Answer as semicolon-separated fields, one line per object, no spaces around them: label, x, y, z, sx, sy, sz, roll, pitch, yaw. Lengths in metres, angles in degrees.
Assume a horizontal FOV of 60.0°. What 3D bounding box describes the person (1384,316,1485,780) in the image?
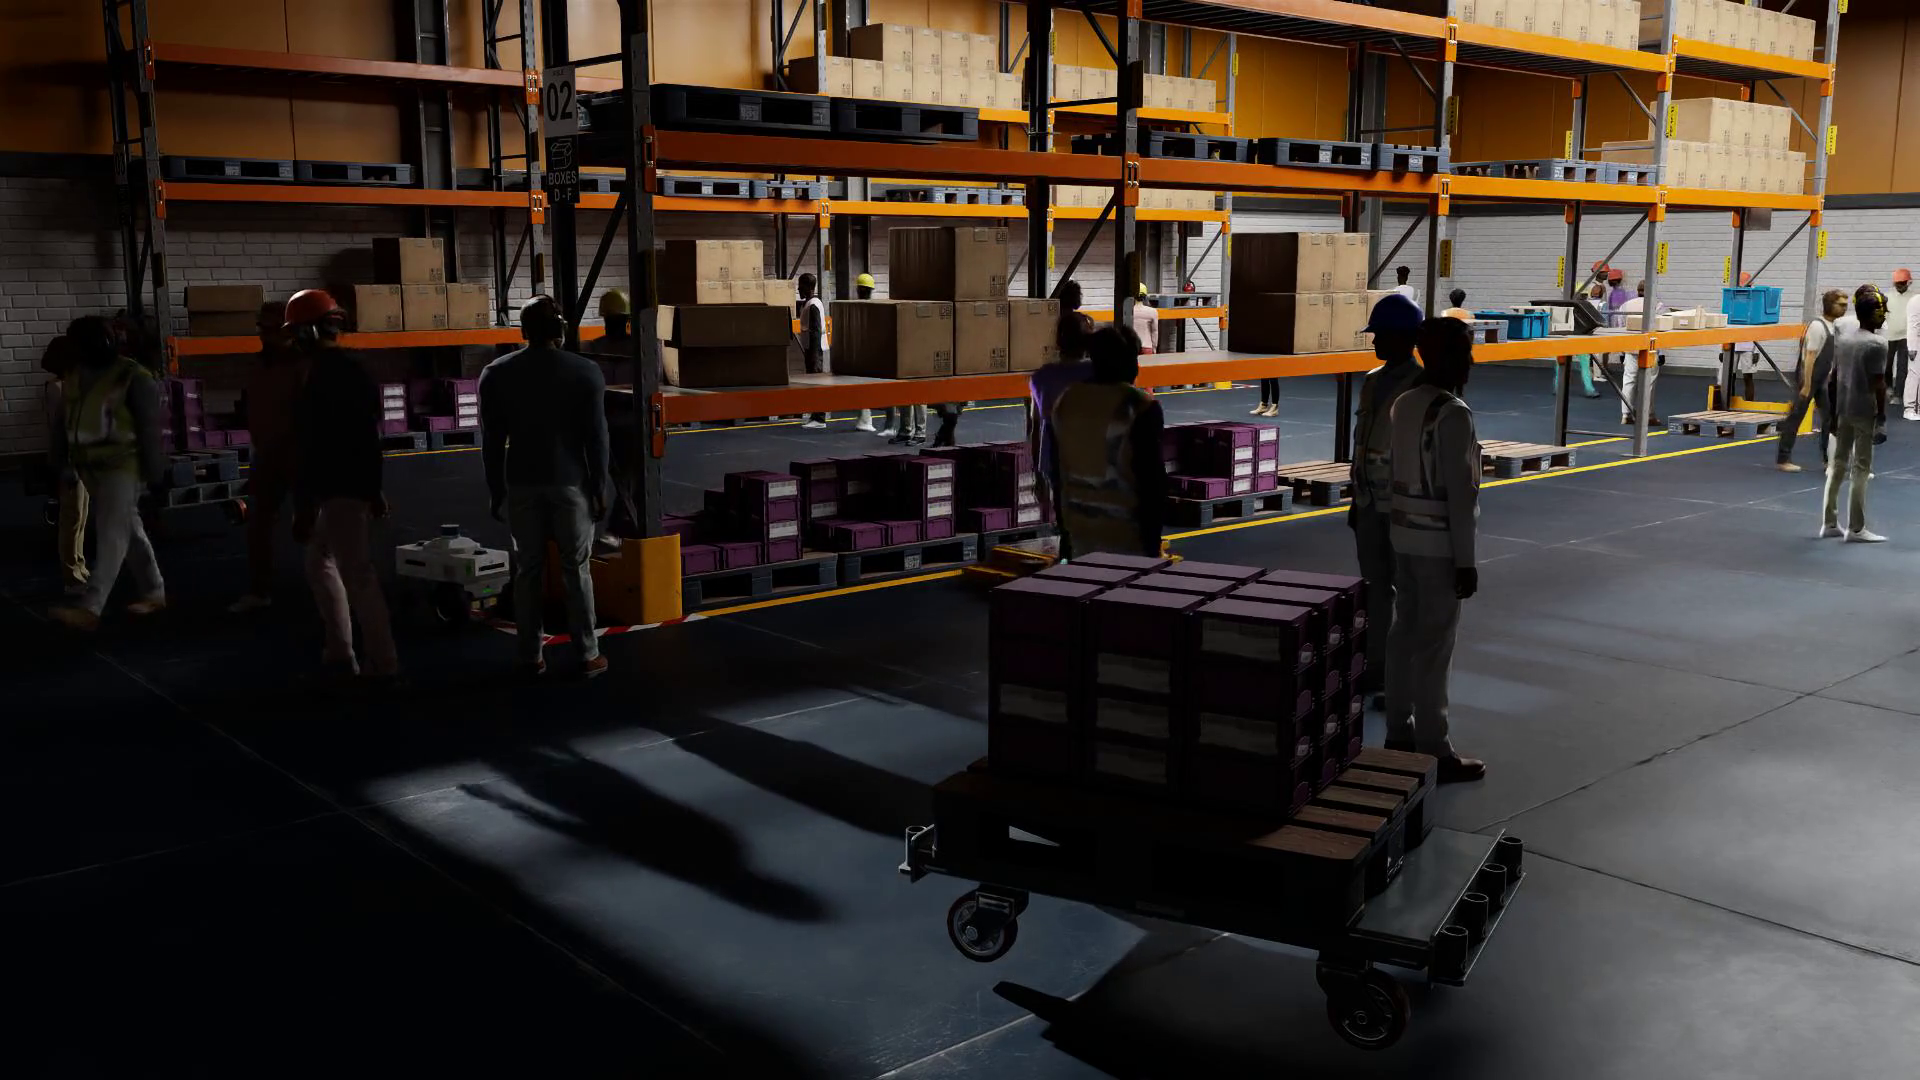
person;1.946;0.033;6.807;0.355;1.884;0.575;-2;10;-12

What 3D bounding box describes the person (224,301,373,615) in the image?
person;-4.042;-0.524;10.117;0.645;1.868;0.926;5;11;28

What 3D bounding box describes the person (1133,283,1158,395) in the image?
person;2.392;-2.558;22.318;0.525;1.769;0.327;0;10;-2

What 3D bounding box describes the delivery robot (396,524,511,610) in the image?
delivery robot;-2.970;0.151;9.728;0.707;0.478;0.477;7;12;35

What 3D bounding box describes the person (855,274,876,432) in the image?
person;-1.150;-2.265;20.169;0.621;1.919;0.488;4;10;20

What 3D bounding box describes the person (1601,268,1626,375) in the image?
person;11.614;-3.816;29.273;0.825;1.918;0.568;8;12;38

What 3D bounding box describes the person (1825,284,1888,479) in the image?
person;8.580;-1.508;15.909;0.311;1.860;0.505;-8;12;-38

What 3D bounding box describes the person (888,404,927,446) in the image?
person;-0.569;-1.965;18.684;0.403;1.822;0.588;-7;12;-37

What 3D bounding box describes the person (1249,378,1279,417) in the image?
person;4.075;-2.470;22.017;0.319;1.694;0.532;-3;10;-19

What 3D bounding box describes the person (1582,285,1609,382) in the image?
person;10.784;-3.505;28.235;0.310;1.640;0.514;-5;11;-27

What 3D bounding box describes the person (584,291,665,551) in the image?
person;-2.496;-0.878;12.175;0.606;1.867;1.007;3;10;16

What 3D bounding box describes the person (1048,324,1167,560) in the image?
person;0.632;-0.039;7.375;0.573;1.828;0.647;-9;13;-41

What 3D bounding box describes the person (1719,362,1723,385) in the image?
person;12.610;-3.312;27.188;0.339;1.610;0.667;5;11;28

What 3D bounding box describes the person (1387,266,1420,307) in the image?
person;7.323;-3.560;27.597;0.603;1.966;0.372;-1;10;-6

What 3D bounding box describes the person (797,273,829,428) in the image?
person;-1.816;-2.343;20.622;0.370;1.915;0.597;-2;10;-10

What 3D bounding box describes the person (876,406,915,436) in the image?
person;-0.733;-1.995;19.469;0.523;1.613;0.363;10;14;44

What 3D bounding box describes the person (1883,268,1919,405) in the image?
person;13.568;-2.949;24.040;0.631;1.969;0.701;7;12;36

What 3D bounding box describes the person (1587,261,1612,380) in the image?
person;10.992;-3.781;28.669;0.375;2.044;0.605;6;12;34

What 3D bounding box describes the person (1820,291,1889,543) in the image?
person;6.704;-0.914;12.408;0.310;1.864;0.533;-3;10;-15

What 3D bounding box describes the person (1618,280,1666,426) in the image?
person;8.586;-2.352;20.915;0.429;1.838;0.621;-8;13;-40

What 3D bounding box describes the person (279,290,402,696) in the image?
person;-3.040;-0.218;8.052;0.691;1.951;0.743;0;10;-2

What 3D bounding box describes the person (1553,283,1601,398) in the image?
person;9.267;-2.988;24.961;0.529;1.725;0.844;-3;10;-15

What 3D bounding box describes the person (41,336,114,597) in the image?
person;-5.541;-0.459;10.419;0.286;1.633;0.499;-3;10;-18

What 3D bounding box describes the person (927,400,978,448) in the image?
person;-0.138;-1.527;15.915;0.557;1.904;0.938;-5;11;-28

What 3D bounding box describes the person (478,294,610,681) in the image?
person;-2.064;-0.253;8.330;0.629;1.937;0.379;0;10;-1

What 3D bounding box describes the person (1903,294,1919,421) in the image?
person;12.562;-2.500;21.569;0.638;1.910;0.407;-4;10;-22

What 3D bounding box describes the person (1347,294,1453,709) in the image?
person;2.048;-0.183;7.881;0.388;1.947;0.614;-4;11;-23

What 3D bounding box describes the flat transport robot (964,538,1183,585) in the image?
flat transport robot;0.768;0.119;11.015;1.431;0.197;0.652;-9;13;-41

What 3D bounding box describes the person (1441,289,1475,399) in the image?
person;6.891;-2.662;23.248;0.538;1.658;0.810;2;10;10

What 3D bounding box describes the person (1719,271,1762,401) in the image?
person;9.959;-2.456;21.254;0.381;1.929;0.542;-9;13;-43

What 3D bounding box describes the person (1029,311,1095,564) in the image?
person;0.619;-0.372;9.362;0.581;1.822;0.715;8;12;38

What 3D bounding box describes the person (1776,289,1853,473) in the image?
person;8.415;-1.529;16.220;0.547;1.803;0.749;-9;13;-42

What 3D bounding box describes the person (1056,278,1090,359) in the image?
person;0.911;-1.292;14.402;0.374;1.941;0.627;-7;12;-37

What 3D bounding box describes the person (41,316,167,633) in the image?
person;-4.953;-0.382;9.552;0.609;1.781;0.952;4;11;24
